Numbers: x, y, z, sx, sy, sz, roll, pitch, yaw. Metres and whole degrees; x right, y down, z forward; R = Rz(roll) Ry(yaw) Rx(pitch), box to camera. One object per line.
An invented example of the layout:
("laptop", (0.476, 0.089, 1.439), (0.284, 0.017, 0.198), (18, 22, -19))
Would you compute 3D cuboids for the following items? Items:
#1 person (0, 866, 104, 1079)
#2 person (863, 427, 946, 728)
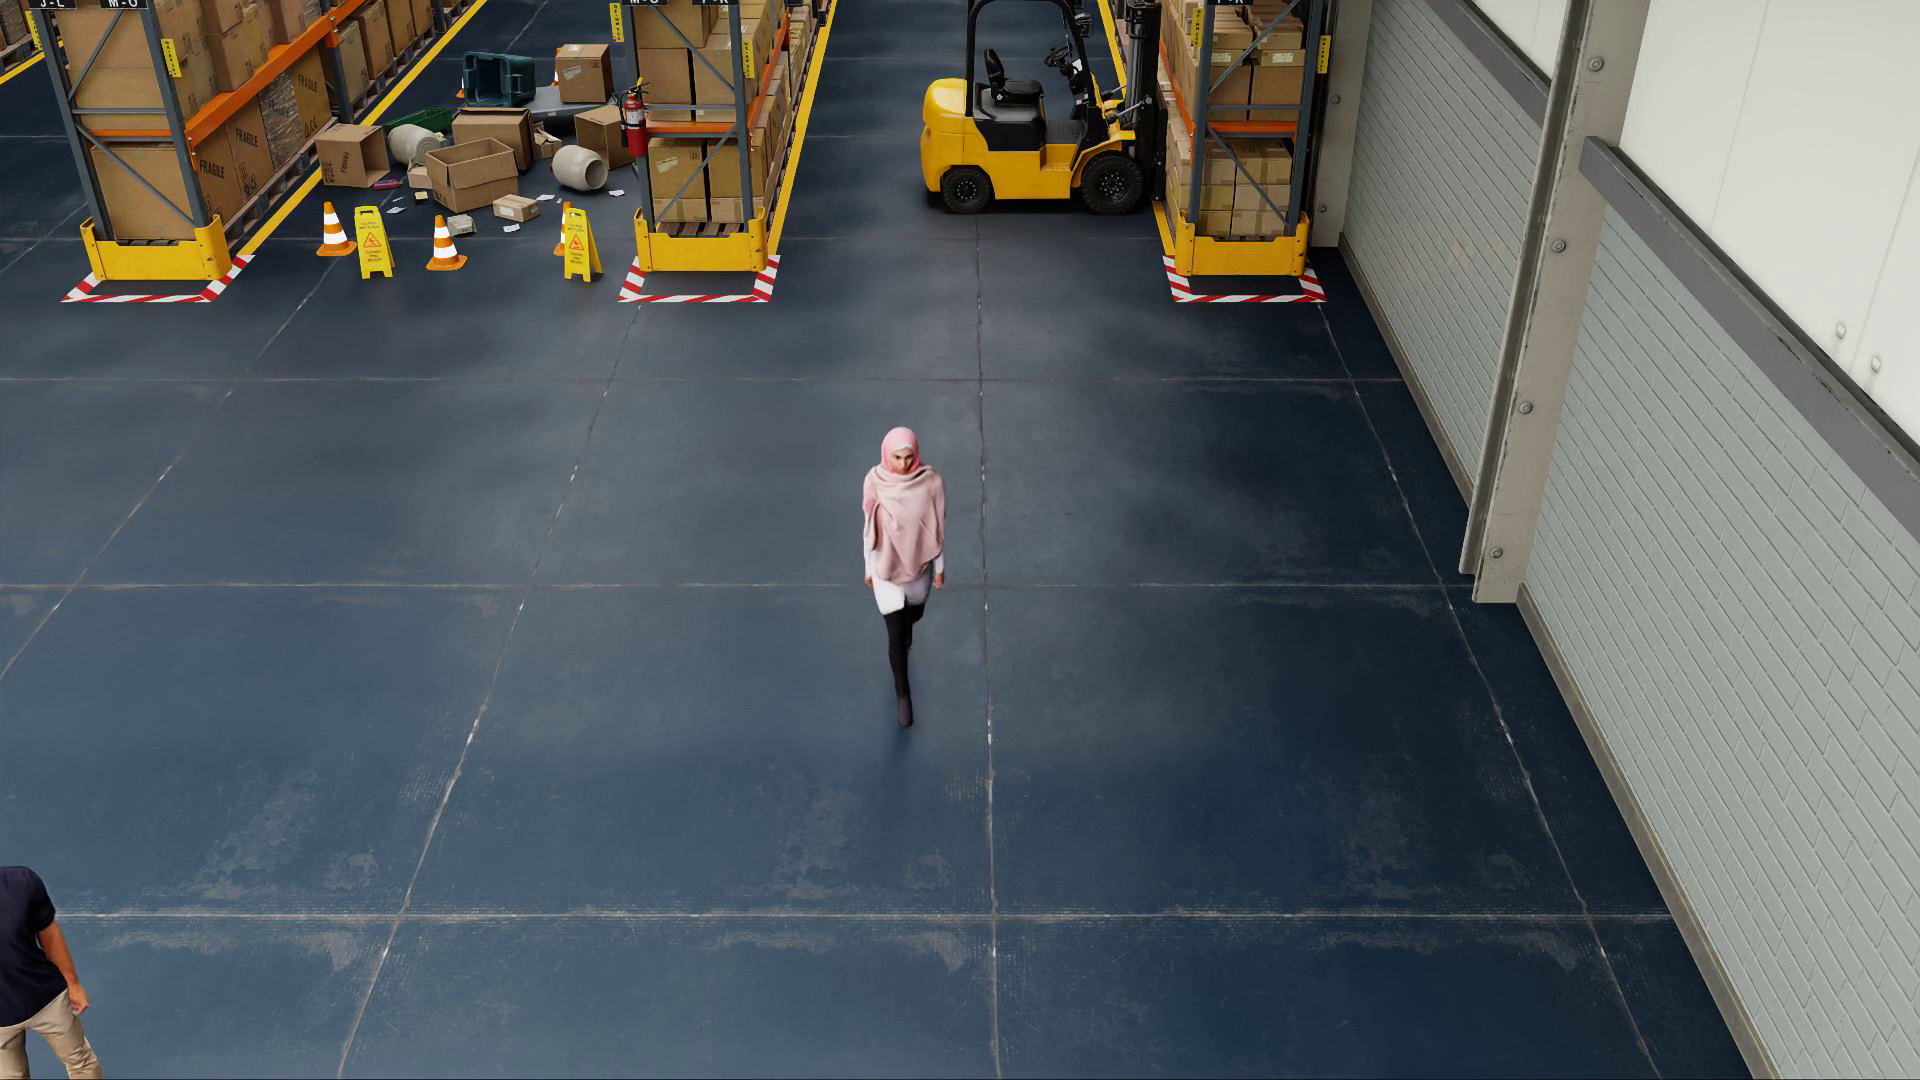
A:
("person", (-3.816, 1.853, 6.725), (0.707, 1.859, 0.718), (-20, 37, -28))
("person", (-0.326, 0.120, 9.556), (0.721, 1.769, 1.181), (-4, 32, -6))
